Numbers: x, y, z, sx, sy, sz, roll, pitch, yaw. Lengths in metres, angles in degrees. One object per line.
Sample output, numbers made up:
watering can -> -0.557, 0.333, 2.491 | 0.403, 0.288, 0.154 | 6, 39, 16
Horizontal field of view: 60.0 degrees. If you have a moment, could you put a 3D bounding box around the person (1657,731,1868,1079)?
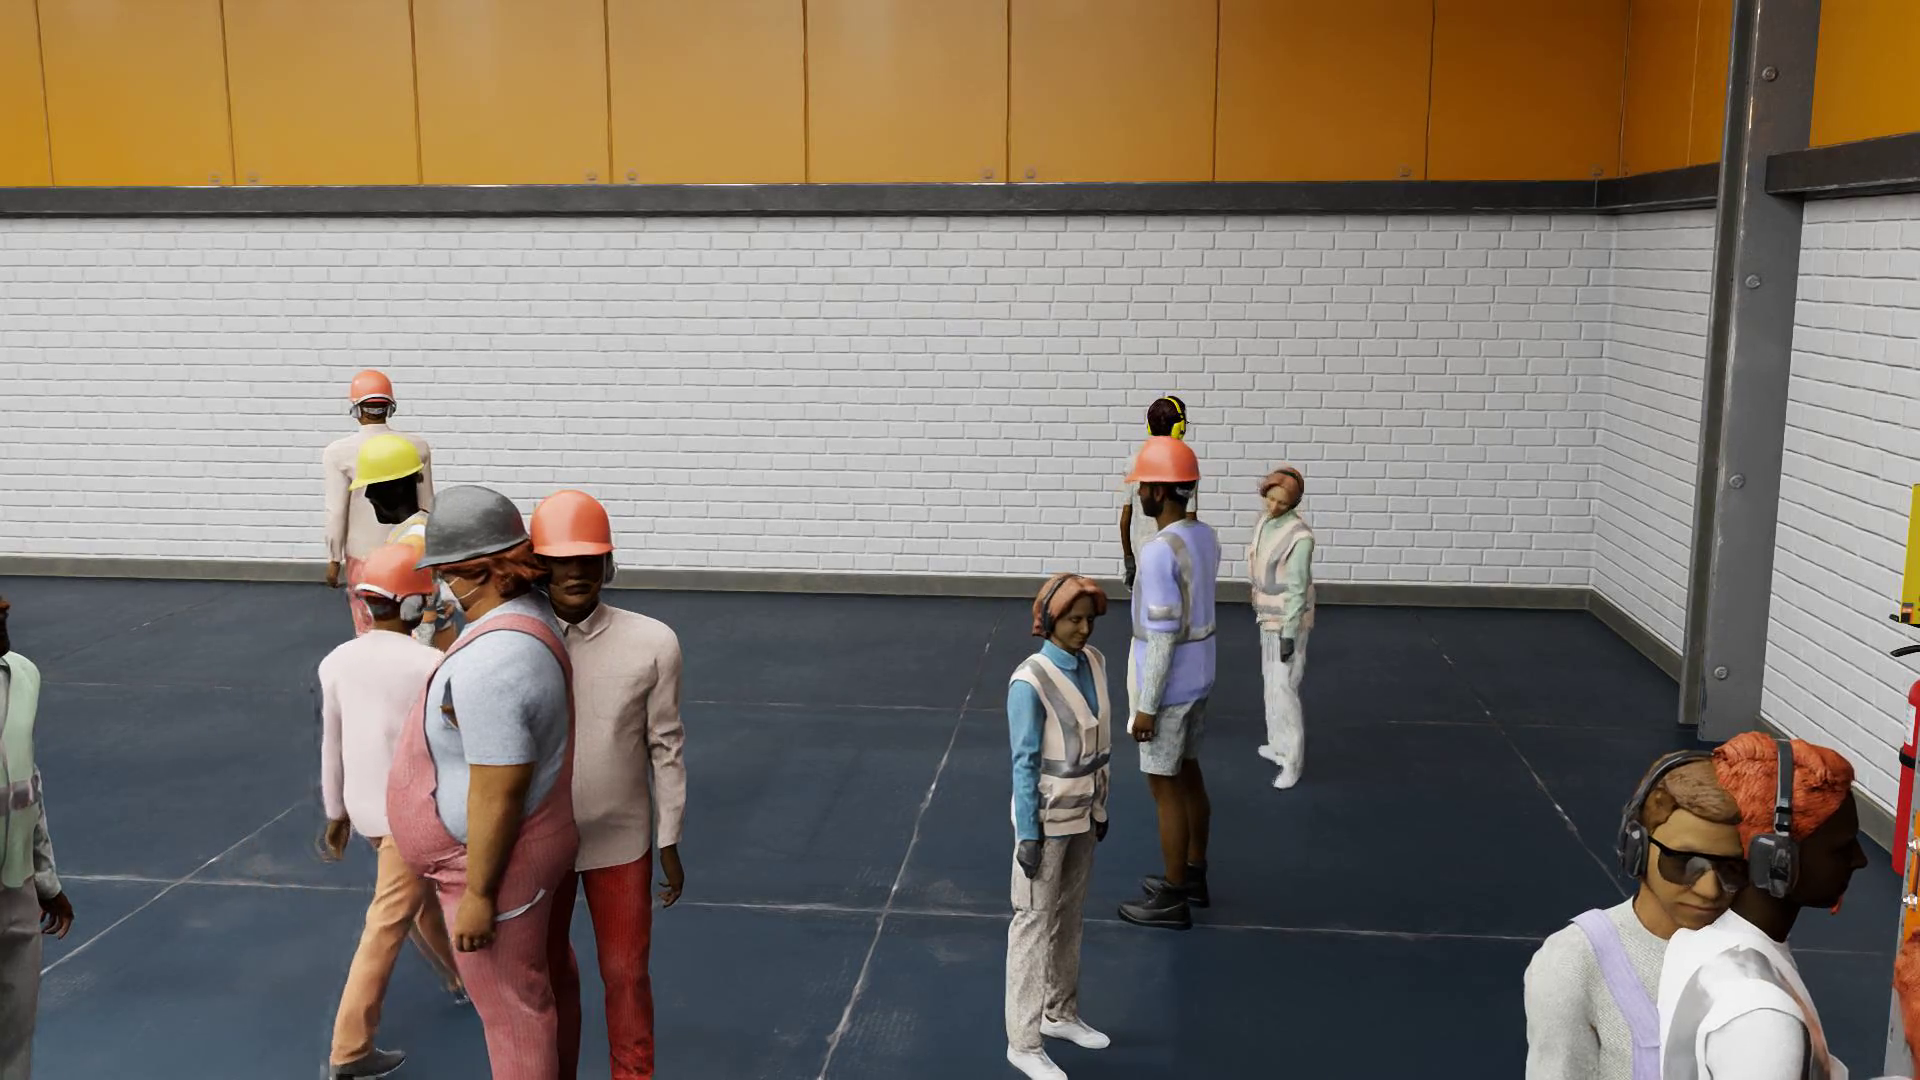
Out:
person -> 1.265, 1.237, 2.780 | 0.342, 1.882, 0.579 | 2, 10, 12

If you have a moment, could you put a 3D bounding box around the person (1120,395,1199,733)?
person -> 1.106, 0.152, 9.034 | 0.524, 1.871, 0.325 | 8, 13, 39

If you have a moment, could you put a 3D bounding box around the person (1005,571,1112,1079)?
person -> 0.321, 0.910, 5.358 | 0.309, 1.637, 0.522 | 6, 12, 31

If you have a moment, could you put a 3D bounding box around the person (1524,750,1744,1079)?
person -> 1.177, 1.246, 2.844 | 0.507, 1.843, 0.343 | -4, 11, -24

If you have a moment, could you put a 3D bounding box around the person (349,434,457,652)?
person -> -2.223, 0.527, 6.734 | 0.378, 1.922, 0.585 | -3, 10, -16

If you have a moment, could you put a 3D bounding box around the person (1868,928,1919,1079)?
person -> 1.165, 1.362, 2.110 | 0.369, 1.876, 0.575 | 4, 11, 22

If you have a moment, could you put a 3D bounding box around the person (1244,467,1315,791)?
person -> 1.578, 0.412, 8.291 | 0.355, 1.605, 0.669 | -2, 10, -11

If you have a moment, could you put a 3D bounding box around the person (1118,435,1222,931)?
person -> 0.805, 0.556, 6.526 | 0.373, 1.934, 0.551 | 5, 11, 28

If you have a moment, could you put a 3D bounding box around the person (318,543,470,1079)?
person -> -1.803, 0.854, 5.498 | 0.569, 1.693, 0.938 | 6, 12, 32

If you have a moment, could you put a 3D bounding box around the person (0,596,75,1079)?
person -> -2.578, 0.947, 4.334 | 0.392, 1.922, 0.591 | 1, 10, 7

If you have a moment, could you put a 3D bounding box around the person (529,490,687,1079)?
person -> -1.073, 0.847, 4.686 | 0.611, 1.997, 0.375 | -2, 10, -13

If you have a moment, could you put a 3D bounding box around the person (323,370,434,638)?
person -> -3.212, 0.055, 9.227 | 0.625, 1.992, 0.388 | -9, 13, -40
